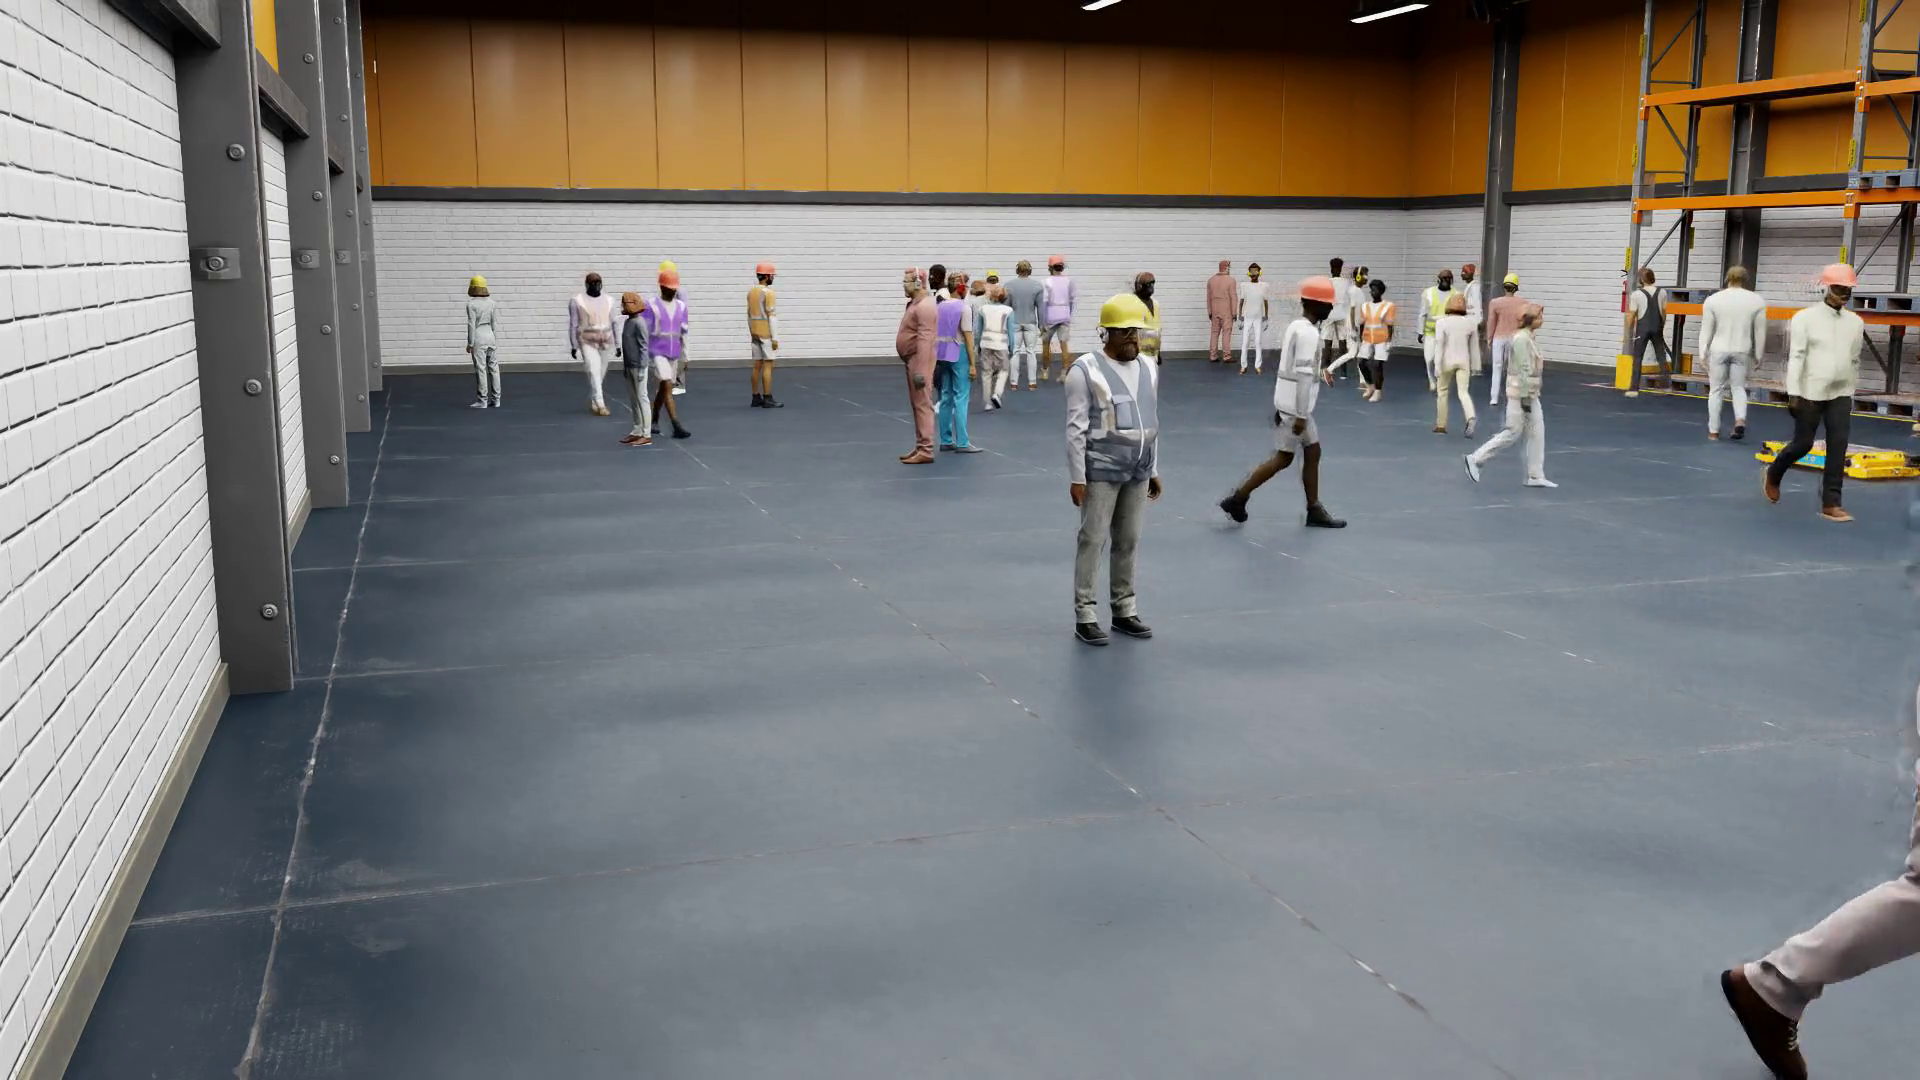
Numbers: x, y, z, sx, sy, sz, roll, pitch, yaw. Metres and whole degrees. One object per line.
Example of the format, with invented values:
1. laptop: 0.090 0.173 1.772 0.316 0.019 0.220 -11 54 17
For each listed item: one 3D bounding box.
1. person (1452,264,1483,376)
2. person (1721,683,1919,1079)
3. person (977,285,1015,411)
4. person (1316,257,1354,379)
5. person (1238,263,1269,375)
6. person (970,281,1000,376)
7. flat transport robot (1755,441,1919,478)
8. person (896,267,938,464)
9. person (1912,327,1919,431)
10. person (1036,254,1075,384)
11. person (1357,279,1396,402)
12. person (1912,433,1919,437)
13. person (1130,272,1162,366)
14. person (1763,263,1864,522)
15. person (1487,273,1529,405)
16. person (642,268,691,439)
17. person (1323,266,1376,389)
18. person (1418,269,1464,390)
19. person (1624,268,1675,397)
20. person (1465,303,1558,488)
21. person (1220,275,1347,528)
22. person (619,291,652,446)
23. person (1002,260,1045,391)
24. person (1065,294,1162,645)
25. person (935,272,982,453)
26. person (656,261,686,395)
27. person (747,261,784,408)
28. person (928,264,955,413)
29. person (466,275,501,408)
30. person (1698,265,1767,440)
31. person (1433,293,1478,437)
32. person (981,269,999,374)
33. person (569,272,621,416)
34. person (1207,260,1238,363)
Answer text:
1. person: 8.393 -3.639 27.580 0.697 1.858 0.610 2 10 10
2. person: 2.359 0.444 3.906 0.886 1.879 0.653 6 11 30
3. person: 0.454 -2.473 21.472 0.541 1.621 0.364 3 10 17
4. person: 6.068 -3.576 26.897 0.600 1.966 0.368 0 10 2
5. person: 4.934 -3.713 27.977 0.514 1.872 0.328 2 10 11
6. person: 0.349 -3.484 27.485 0.794 1.596 0.502 6 11 29
7. flat transport robot: 8.229 -0.774 15.580 0.652 0.197 1.431 -2 10 -14
8. person: -0.422 -1.695 16.184 0.403 1.905 0.658 -1 10 -8
9. person: 11.270 -2.254 19.029 0.682 2.000 0.535 0 10 -1
10. person: 1.484 -3.474 26.195 0.618 2.008 0.909 -4 10 -20
11. person: 5.687 -2.720 22.769 0.535 1.685 0.361 7 12 36
12. person: 10.864 -2.065 18.429 0.518 1.874 0.326 -7 12 -36
13. person: 2.082 -2.154 19.071 0.450 1.827 0.643 9 13 42
14. person: 6.632 -1.153 12.865 0.624 1.972 0.788 -1 10 -5
15. person: 7.333 -2.677 22.275 0.535 1.767 0.316 4 11 21
16. person: -3.304 -2.086 18.540 0.568 1.883 1.003 -8 13 -40
17. person: 5.909 -3.187 24.991 0.782 1.846 0.524 6 12 32
18. person: 6.914 -2.981 23.886 0.635 1.818 0.710 4 10 20
19. person: 9.767 -2.907 23.456 0.731 1.821 0.527 1 10 3
20. person: 4.843 -1.259 14.495 0.705 1.610 0.513 7 12 33
21. person: 2.394 -1.005 12.274 0.903 1.893 0.595 1 10 4
22. person: -3.464 -1.821 17.700 0.286 1.634 0.500 -6 11 -30
23. person: 0.939 -3.181 24.689 0.635 1.938 0.359 1 10 4
24. person: 0.825 -0.370 8.730 0.601 1.830 0.403 -7 12 -34
25. person: -0.048 -1.805 17.006 0.389 1.842 0.566 -8 12 -37
26. person: -4.180 -3.061 24.031 0.371 1.929 0.584 -8 13 -40
27. person: -2.571 -2.713 21.990 0.373 1.934 0.552 -9 13 -41
28. person: -0.251 -2.548 21.144 0.543 1.896 0.621 0 10 2
29. person: -6.326 -2.616 21.985 0.299 1.745 0.483 6 12 32
30. person: 8.345 -2.009 17.979 0.659 1.920 0.532 2 10 14
31. person: 5.544 -1.948 18.540 0.502 1.603 0.765 -1 10 -5
32. person: 0.550 -3.655 27.947 0.526 1.765 0.329 -5 11 -28
33. person: -4.643 -2.499 21.143 0.634 1.808 0.930 -6 12 -33
34. person: 4.907 -4.247 30.966 0.402 1.904 0.652 -9 14 -43
